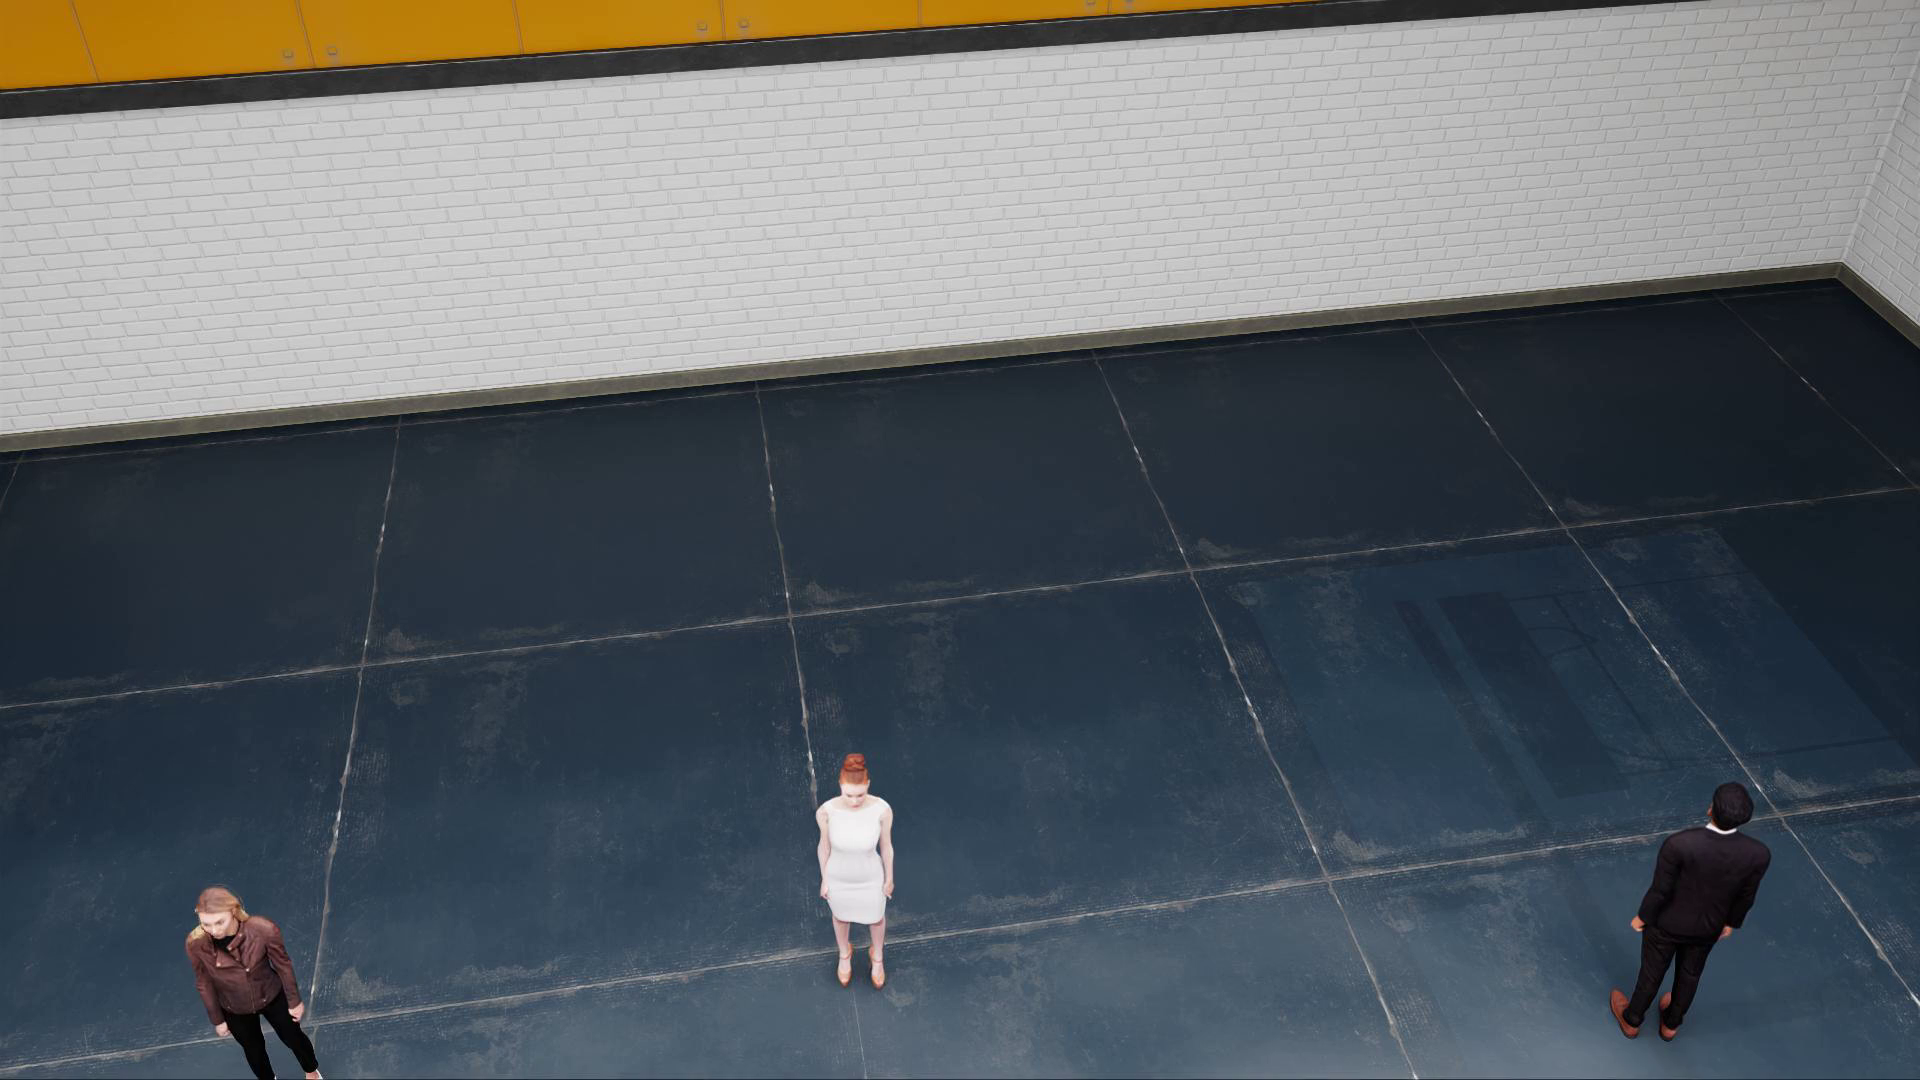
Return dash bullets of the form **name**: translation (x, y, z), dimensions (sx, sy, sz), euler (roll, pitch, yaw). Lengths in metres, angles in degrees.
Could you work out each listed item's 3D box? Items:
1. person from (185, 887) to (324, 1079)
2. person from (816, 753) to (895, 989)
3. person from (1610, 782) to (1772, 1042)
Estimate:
- **person**: translation (-3.571, 2.337, 8.444), dimensions (0.625, 1.705, 0.532), euler (-10, 40, -13)
- **person**: translation (-0.559, 1.814, 9.028), dimensions (0.586, 1.794, 0.536), euler (0, 39, 0)
- **person**: translation (3.832, 1.979, 8.749), dimensions (0.757, 1.883, 0.671), euler (5, 39, 6)
